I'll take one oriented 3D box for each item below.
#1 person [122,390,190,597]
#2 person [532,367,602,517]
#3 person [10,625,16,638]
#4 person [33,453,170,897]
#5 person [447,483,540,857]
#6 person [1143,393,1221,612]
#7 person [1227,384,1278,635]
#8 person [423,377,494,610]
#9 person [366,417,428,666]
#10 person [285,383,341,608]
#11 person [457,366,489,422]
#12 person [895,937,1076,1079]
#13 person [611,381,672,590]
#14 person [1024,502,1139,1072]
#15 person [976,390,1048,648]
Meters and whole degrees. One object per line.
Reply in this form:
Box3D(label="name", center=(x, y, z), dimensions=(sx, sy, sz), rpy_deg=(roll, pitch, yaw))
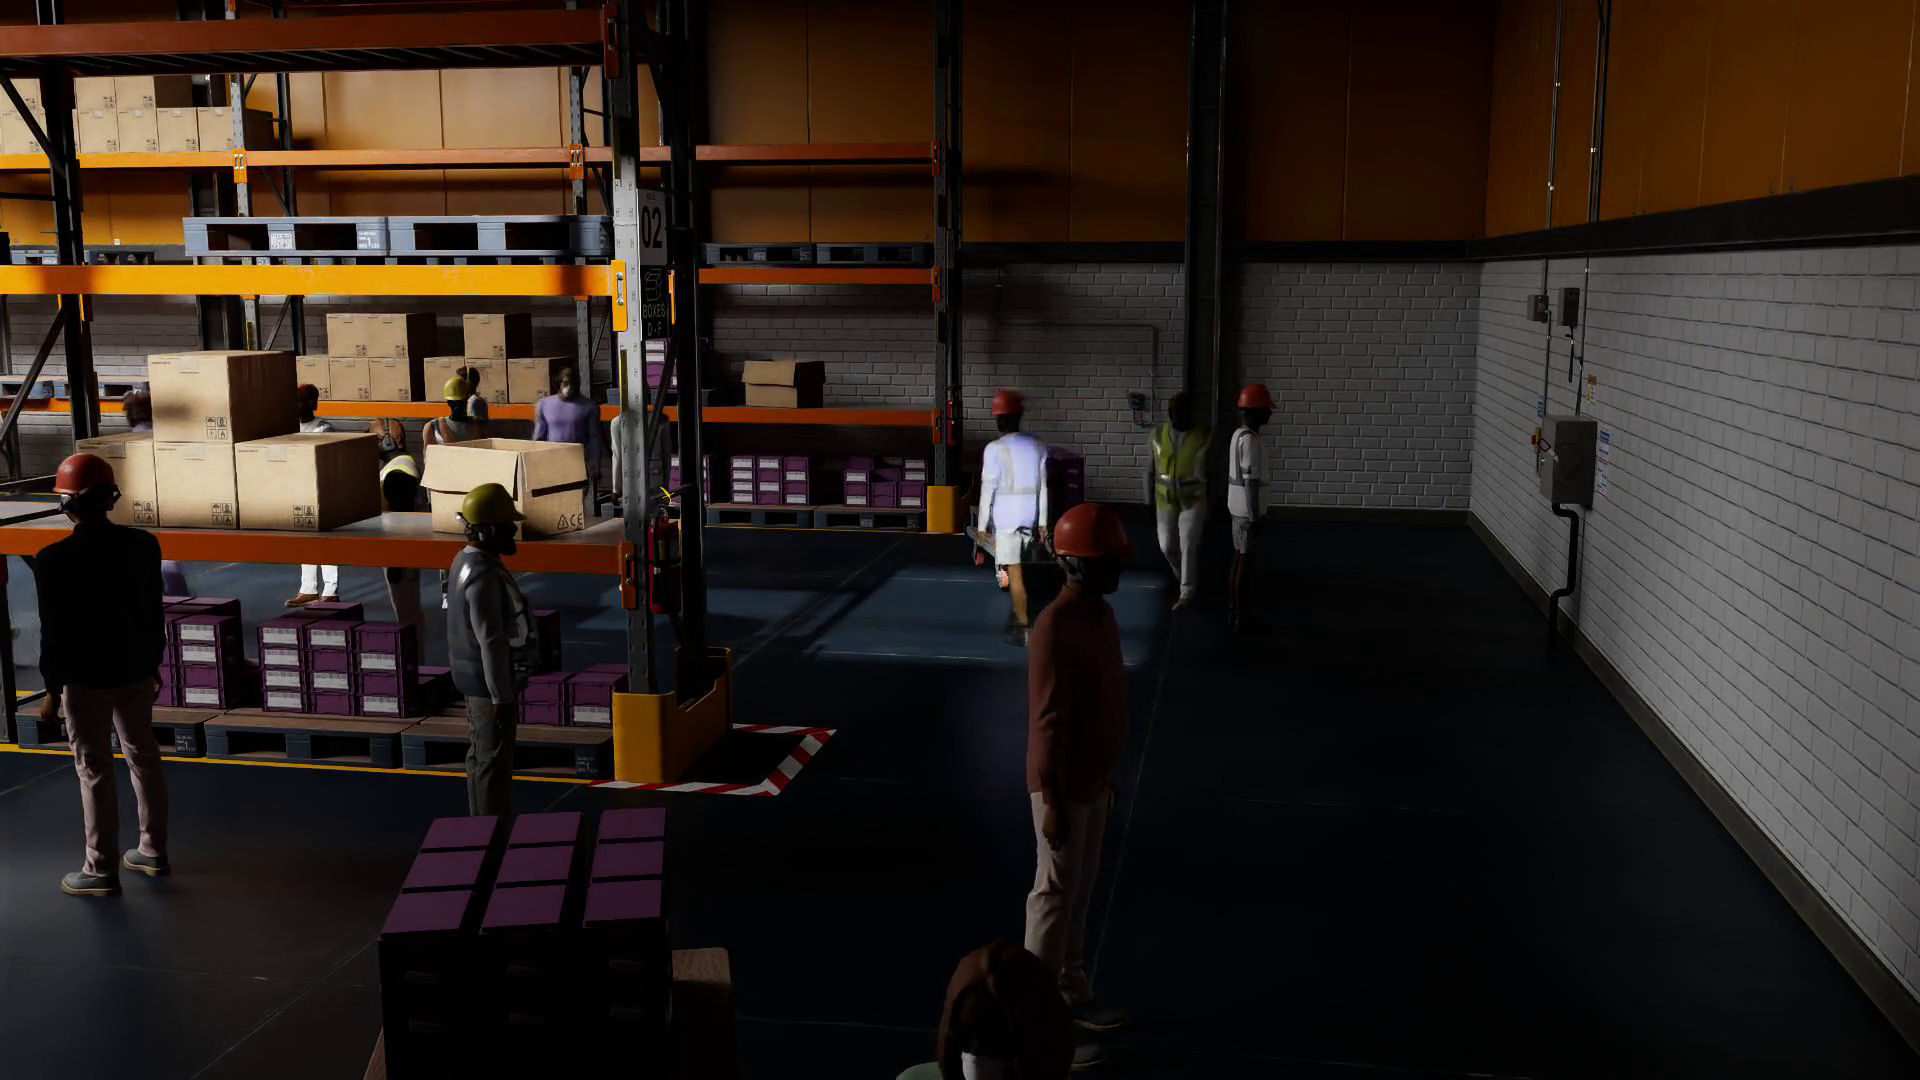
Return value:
Box3D(label="person", center=(-6.418, -0.249, 13.156), dimensions=(0.747, 1.871, 0.664), rpy_deg=(1, 9, 4))
Box3D(label="person", center=(-3.799, -0.712, 15.981), dimensions=(0.746, 1.905, 0.483), rpy_deg=(0, 9, -1))
Box3D(label="person", center=(-7.184, -0.079, 11.843), dimensions=(0.921, 1.955, 0.620), rpy_deg=(2, 9, 10))
Box3D(label="person", center=(-3.860, 0.601, 7.498), dimensions=(0.380, 1.995, 0.611), rpy_deg=(4, 10, 24))
Box3D(label="person", center=(-2.155, 0.646, 7.722), dimensions=(0.404, 1.833, 0.592), rpy_deg=(-4, 10, -24))
Box3D(label="person", center=(1.872, -0.339, 13.907), dimensions=(0.663, 1.815, 0.691), rpy_deg=(4, 10, 26))
Box3D(label="person", center=(2.259, -0.238, 12.880), dimensions=(0.358, 1.938, 0.548), rpy_deg=(0, 9, 1))
Box3D(label="person", center=(-4.145, -0.388, 13.845), dimensions=(0.591, 1.927, 0.366), rpy_deg=(-5, 11, -30))
Box3D(label="person", center=(-3.768, 0.096, 11.132), dimensions=(0.429, 1.836, 0.620), rpy_deg=(-3, 10, -20))
Box3D(label="person", center=(-5.384, -0.356, 13.775), dimensions=(0.582, 1.884, 0.351), rpy_deg=(5, 11, 30))
Box3D(label="person", center=(-5.080, -0.884, 17.246), dimensions=(0.994, 1.818, 0.551), rpy_deg=(-1, 9, -4))
Box3D(label="person", center=(0.080, 1.502, 3.026), dimensions=(0.507, 1.631, 0.269), rpy_deg=(4, 10, 24))
Box3D(label="person", center=(-2.787, -0.480, 14.544), dimensions=(0.576, 1.885, 0.355), rpy_deg=(-8, 12, -39))
Box3D(label="person", center=(0.433, 0.853, 5.933), dimensions=(0.392, 1.995, 0.612), rpy_deg=(4, 10, 23))
Box3D(label="person", center=(0.357, -0.165, 12.478), dimensions=(0.565, 1.913, 0.670), rpy_deg=(-7, 11, -37))
